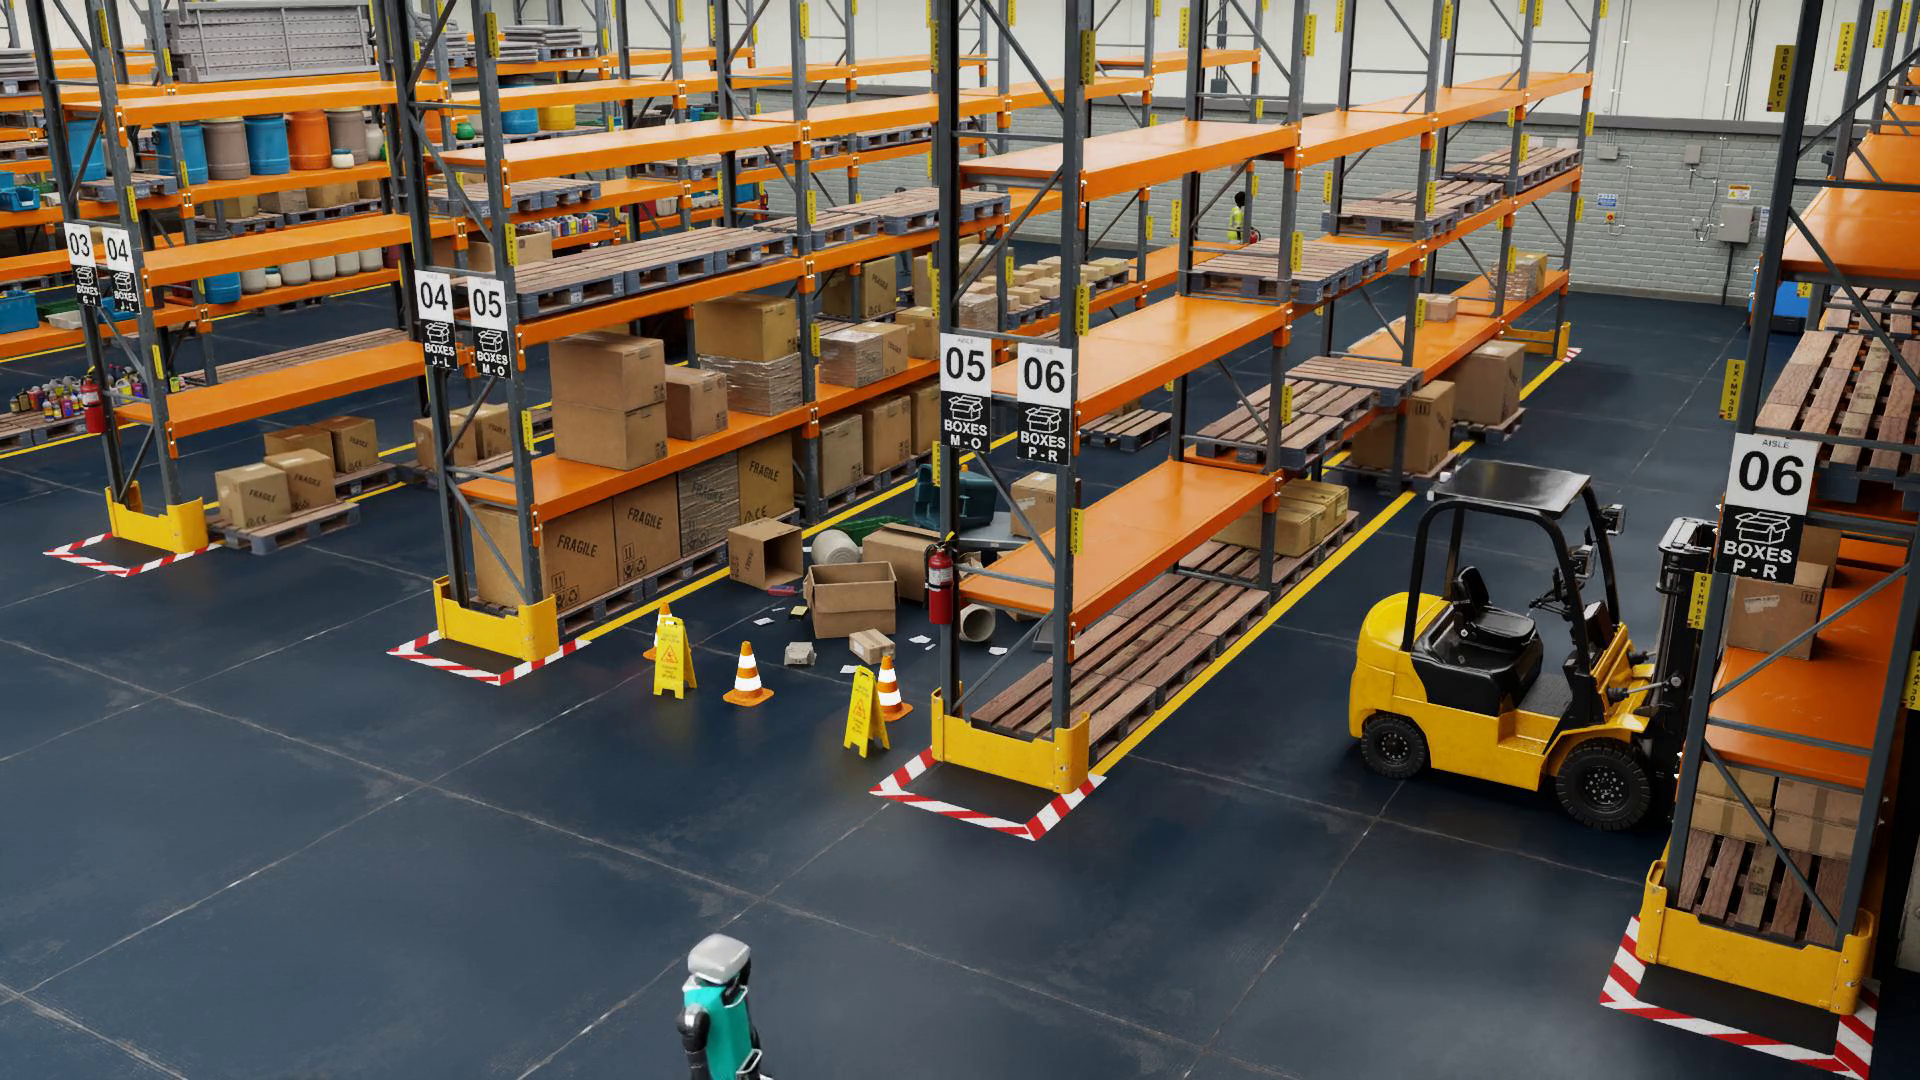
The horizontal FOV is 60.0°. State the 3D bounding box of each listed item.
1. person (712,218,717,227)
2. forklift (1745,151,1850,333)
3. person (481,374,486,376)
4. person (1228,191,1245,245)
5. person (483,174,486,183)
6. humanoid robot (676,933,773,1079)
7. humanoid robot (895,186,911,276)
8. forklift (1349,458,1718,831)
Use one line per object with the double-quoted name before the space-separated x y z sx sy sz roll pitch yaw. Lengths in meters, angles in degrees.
"person" -5.051 -7.078 34.895 0.481 1.694 0.347 -10 21 -26
"forklift" 13.620 -4.667 26.137 1.873 2.768 1.129 11 22 29
"person" -6.681 -3.223 23.729 0.321 1.718 0.632 3 19 10
"person" 5.063 -5.528 30.429 0.321 1.688 0.537 1 19 2
"person" -10.403 -7.743 36.658 0.333 1.801 0.525 6 20 16
"humanoid robot" -0.803 2.520 7.061 0.681 1.783 0.532 5 20 15
"humanoid robot" -1.081 -5.811 31.261 0.347 1.655 0.600 -3 19 -8
"forklift" 3.988 0.658 11.776 2.313 2.155 1.214 11 22 29
